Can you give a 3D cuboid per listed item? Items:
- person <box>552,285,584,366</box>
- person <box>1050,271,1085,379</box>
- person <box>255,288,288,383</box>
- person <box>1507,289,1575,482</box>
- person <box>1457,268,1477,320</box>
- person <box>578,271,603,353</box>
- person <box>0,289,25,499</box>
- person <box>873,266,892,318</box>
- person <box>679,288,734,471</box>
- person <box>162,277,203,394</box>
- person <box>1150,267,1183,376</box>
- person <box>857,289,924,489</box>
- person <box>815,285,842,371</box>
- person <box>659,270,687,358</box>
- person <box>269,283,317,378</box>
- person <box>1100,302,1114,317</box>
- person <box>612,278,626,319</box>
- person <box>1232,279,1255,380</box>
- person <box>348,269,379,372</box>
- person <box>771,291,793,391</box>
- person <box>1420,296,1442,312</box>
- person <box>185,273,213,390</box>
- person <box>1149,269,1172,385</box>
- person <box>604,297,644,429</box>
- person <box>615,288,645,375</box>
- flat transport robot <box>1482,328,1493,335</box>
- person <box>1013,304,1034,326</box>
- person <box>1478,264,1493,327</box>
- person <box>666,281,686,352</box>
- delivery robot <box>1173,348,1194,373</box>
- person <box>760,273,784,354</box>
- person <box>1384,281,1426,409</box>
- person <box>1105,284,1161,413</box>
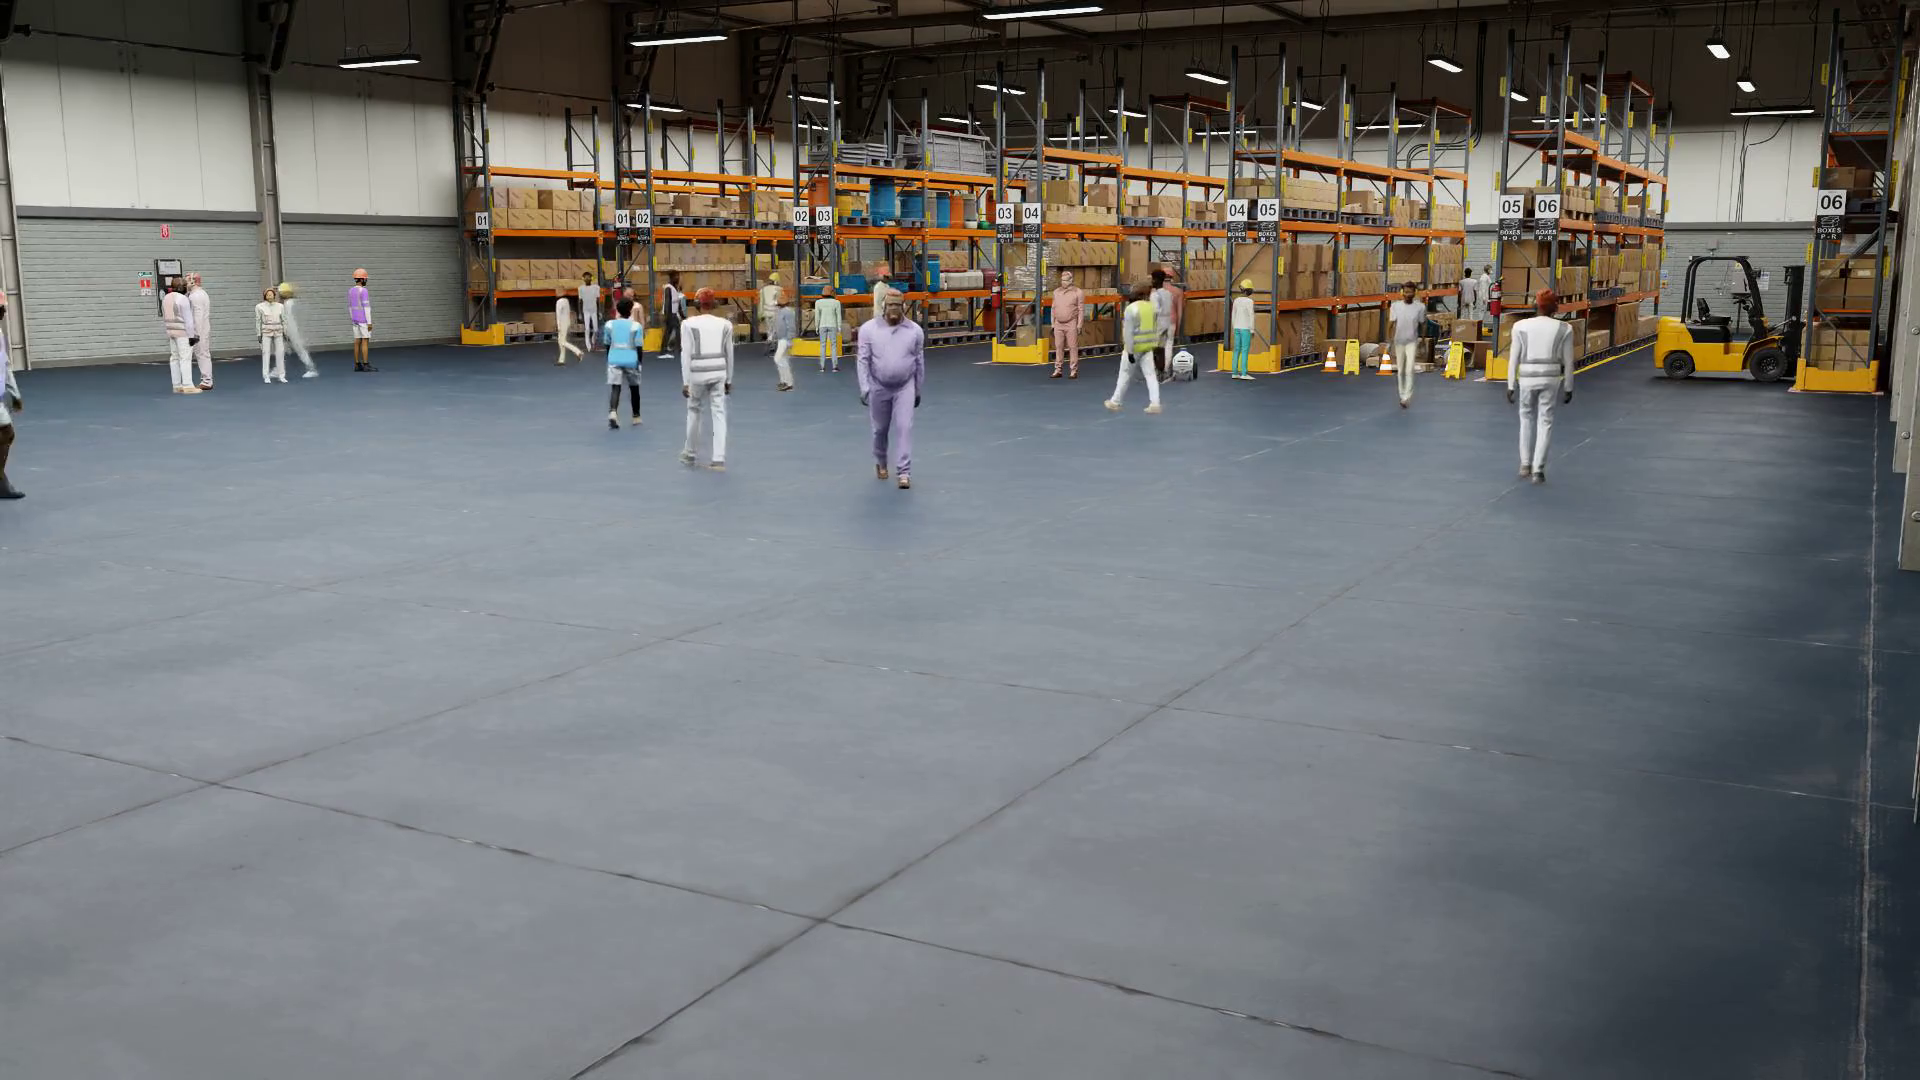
[{"bbox_3d":[-7.778,-4.233,32.883,0.612,1.617,0.502,1,10,7],"label":"person"},{"bbox_3d":[1.893,-3.825,29.648,0.638,1.903,0.408,5,11,28],"label":"person"},{"bbox_3d":[-11.816,-3.503,28.544,0.513,1.635,0.311,-9,13,-42],"label":"person"},{"bbox_3d":[5.686,-1.516,16.258,0.598,1.850,0.842,4,11,24],"label":"person"},{"bbox_3d":[13.632,-6.376,44.709,0.514,1.860,0.326,2,10,14],"label":"person"},{"bbox_3d":[-8.322,-5.132,37.443,0.546,1.852,0.609,-3,10,-16],"label":"person"},{"bbox_3d":[-8.586,-1.306,14.838,0.616,1.915,0.578,-1,10,-8],"label":"person"},{"bbox_3d":[-1.516,-4.484,33.265,0.448,1.973,0.657,4,10,21],"label":"person"},{"bbox_3d":[-2.631,-1.653,17.094,0.600,1.838,0.932,-6,11,-30],"label":"person"},{"bbox_3d":[-12.347,-3.239,26.392,0.634,1.839,0.429,6,12,33],"label":"person"},{"bbox_3d":[3.732,-3.955,30.200,0.613,1.966,0.517,2,10,13],"label":"person"},{"bbox_3d":[-0.660,-1.458,15.885,0.639,1.873,0.899,-1,10,-4],"label":"person"},{"bbox_3d":[-2.488,-4.001,31.450,0.507,1.632,0.274,1,10,4],"label":"person"},{"bbox_3d":[-6.012,-4.804,35.437,0.952,1.872,0.613,1,10,4],"label":"person"},{"bbox_3d":[-11.998,-3.740,29.762,0.889,1.701,0.504,-6,11,-30],"label":"person"},{"bbox_3d":[4.558,-7.525,50.967,0.800,2.022,0.611,5,11,27],"label":"person"},{"bbox_3d":[-8.384,-5.648,40.750,0.523,1.747,0.693,6,12,32],"label":"person"},{"bbox_3d":[5.018,-3.704,29.331,0.327,1.767,0.533,-5,11,-29],"label":"person"},{"bbox_3d":[-11.255,-4.134,31.341,0.551,1.936,0.356,7,12,37],"label":"person"},{"bbox_3d":[-2.906,-3.199,26.811,0.515,1.614,0.523,-5,11,-27],"label":"person"},{"bbox_3d":[13.514,-7.025,47.971,0.904,2.000,0.697,8,13,41],"label":"person"},{"bbox_3d":[-12.419,-3.390,27.078,0.403,1.906,0.651,-3,10,-17],"label":"person"},{"bbox_3d":[3.356,-3.612,28.221,0.383,1.968,0.632,6,12,33],"label":"person"},{"bbox_3d":[-4.275,-2.251,21.123,0.533,1.664,0.803,0,10,2],"label":"person"},{"bbox_3d":[-6.051,-3.811,30.482,0.521,1.592,0.888,1,10,8],"label":"person"},{"bbox_3d":[13.998,-5.718,45.492,0.652,0.197,1.431,-2,10,-10],"label":"flat transport robot"},{"bbox_3d":[1.460,-5.199,38.297,0.554,1.684,0.395,4,10,22],"label":"person"},{"bbox_3d":[15.148,-6.974,47.968,0.355,1.938,0.634,4,10,22],"label":"person"},{"bbox_3d":[-6.484,-5.100,37.952,0.514,1.610,0.778,5,11,28],"label":"person"},{"bbox_3d":[3.936,-3.143,29.311,0.477,0.478,0.707,2,10,10],"label":"delivery robot"},{"bbox_3d":[-4.149,-5.015,36.872,0.616,1.809,0.450,4,10,21],"label":"person"},{"bbox_3d":[6.371,-2.785,23.819,0.513,1.809,0.989,4,11,24],"label":"person"},{"bbox_3d":[2.454,-2.667,23.206,0.617,1.791,0.981,-8,12,-38],"label":"person"}]
